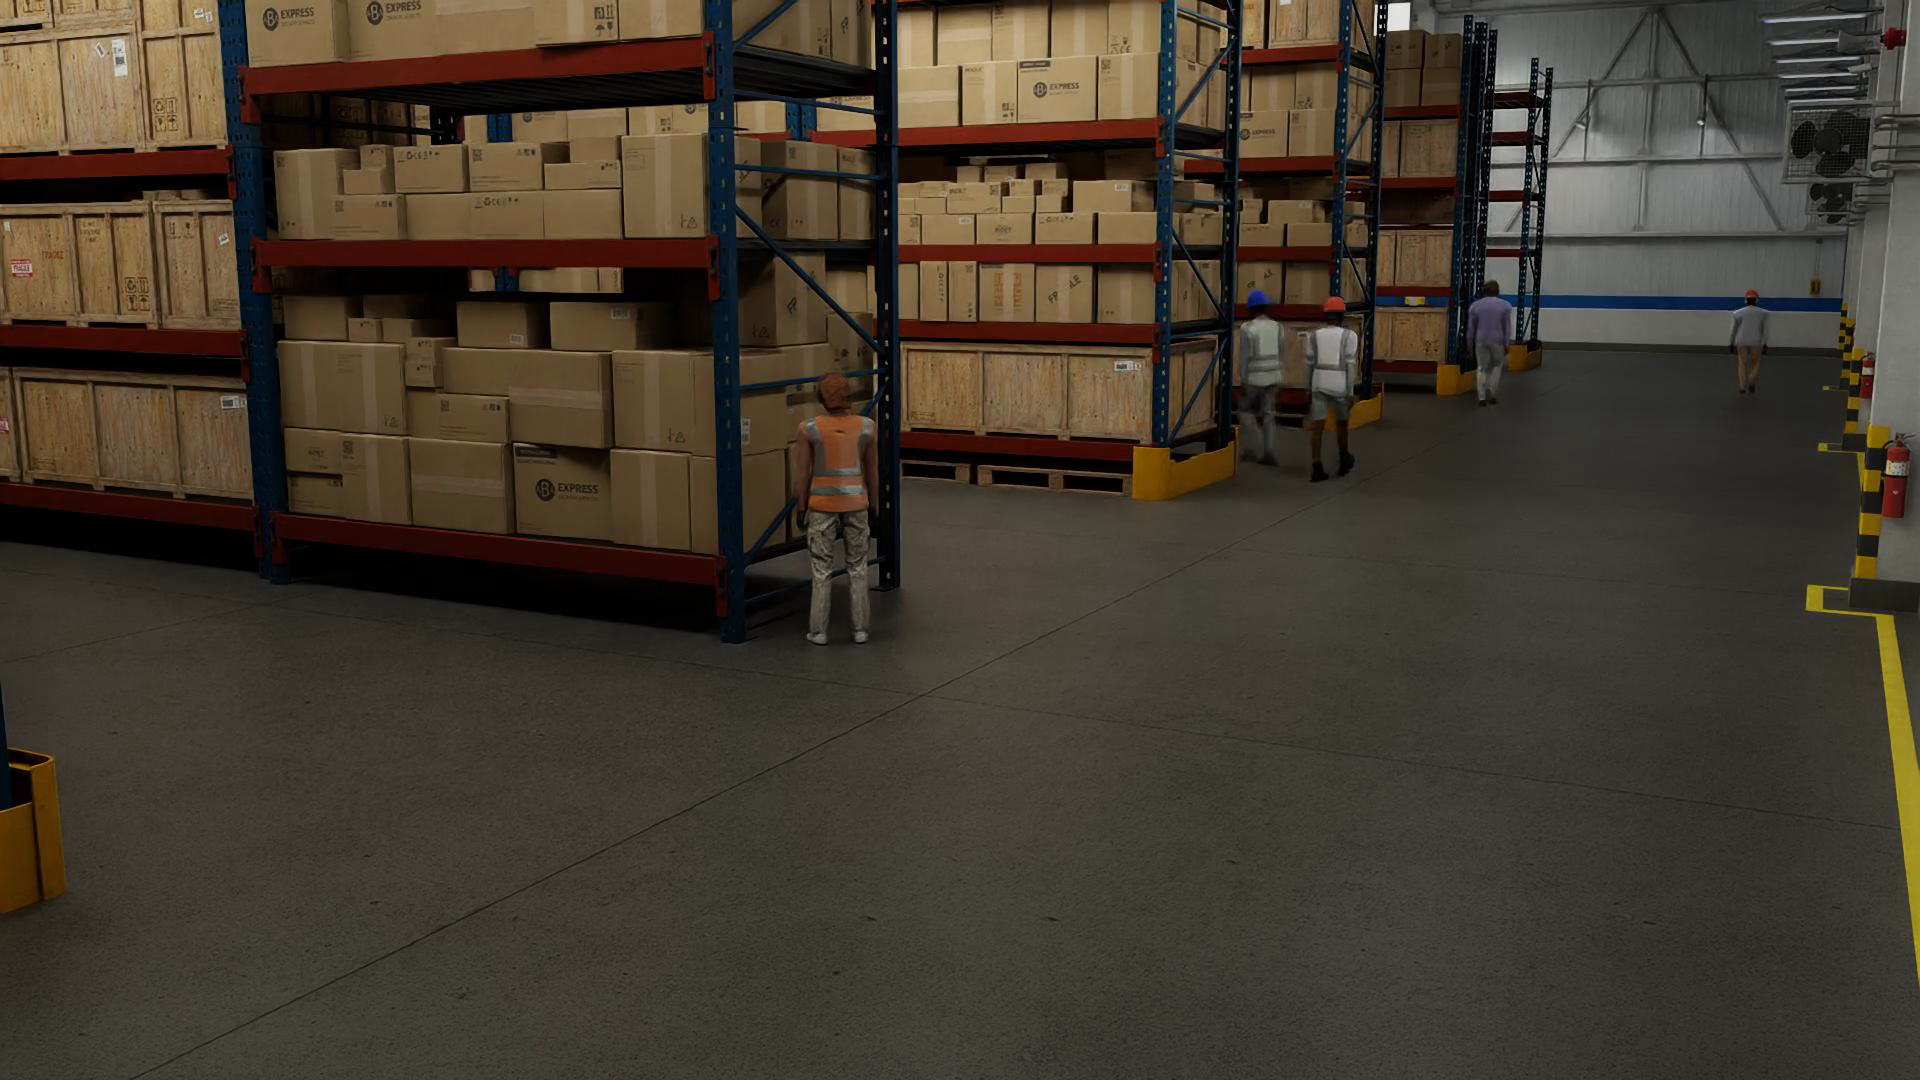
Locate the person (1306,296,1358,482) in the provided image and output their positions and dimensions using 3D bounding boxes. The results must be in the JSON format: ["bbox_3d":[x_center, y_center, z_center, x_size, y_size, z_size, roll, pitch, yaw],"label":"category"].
[{"bbox_3d":[3.856,-1.565,17.201,0.557,1.875,1.021,5,11,29],"label":"person"}]

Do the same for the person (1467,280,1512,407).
[{"bbox_3d":[8.077,-2.999,25.381,0.652,1.914,0.776,4,11,24],"label":"person"}]

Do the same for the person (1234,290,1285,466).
[{"bbox_3d":[3.278,-1.777,18.313,0.621,1.921,0.591,-6,11,-30],"label":"person"}]

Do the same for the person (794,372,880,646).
[{"bbox_3d":[-0.723,-0.178,9.893,0.521,1.631,0.321,-3,10,-16],"label":"person"}]

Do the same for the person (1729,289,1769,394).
[{"bbox_3d":[13.117,-3.297,27.663,0.584,1.715,0.835,5,11,25],"label":"person"}]
